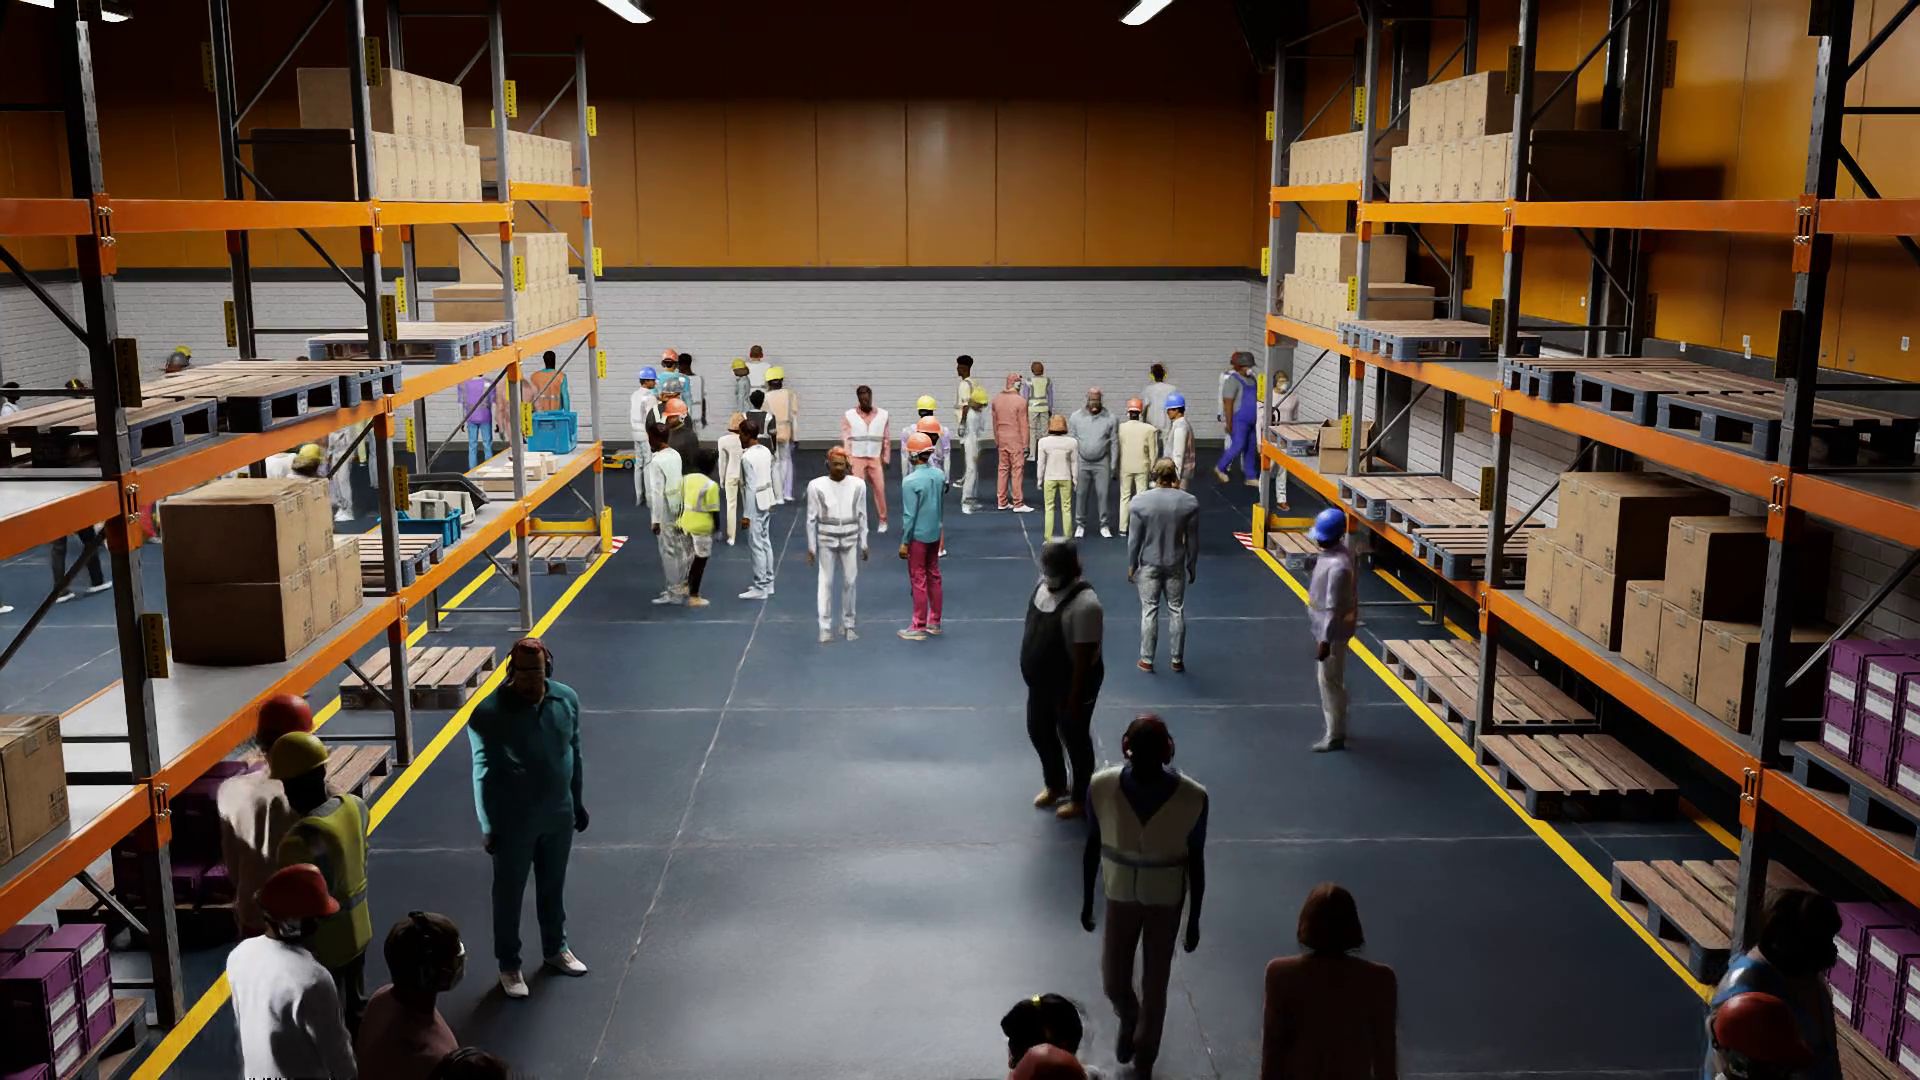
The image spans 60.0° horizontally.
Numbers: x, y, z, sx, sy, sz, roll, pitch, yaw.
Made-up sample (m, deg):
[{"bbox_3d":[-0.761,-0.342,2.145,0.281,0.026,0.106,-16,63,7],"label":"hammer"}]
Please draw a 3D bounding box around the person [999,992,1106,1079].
[{"bbox_3d":[0.380,2.230,5.008,0.852,1.834,0.514,3,12,13],"label":"person"}]

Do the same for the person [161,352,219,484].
[{"bbox_3d":[-11.421,-1.794,24.627,0.688,2.000,0.793,7,13,32],"label":"person"}]

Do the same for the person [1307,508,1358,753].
[{"bbox_3d":[2.824,0.665,12.678,0.377,1.910,0.777,2,11,9],"label":"person"}]

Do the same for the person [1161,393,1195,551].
[{"bbox_3d":[2.592,-0.785,19.850,0.420,1.932,0.623,2,11,9],"label":"person"}]

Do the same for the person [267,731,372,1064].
[{"bbox_3d":[-2.746,1.750,7.167,0.381,1.917,0.585,2,11,8],"label":"person"}]

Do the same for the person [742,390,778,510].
[{"bbox_3d":[-2.736,-1.188,22.529,0.538,1.662,0.448,-1,11,-5],"label":"person"}]

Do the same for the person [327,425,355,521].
[{"bbox_3d":[-8.246,-1.123,22.106,0.398,1.708,0.601,-11,16,-44],"label":"person"}]

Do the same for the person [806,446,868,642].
[{"bbox_3d":[-1.169,0.035,15.855,0.586,1.883,0.339,-3,12,-13],"label":"person"}]

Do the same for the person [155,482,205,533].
[{"bbox_3d":[-8.150,-0.296,17.372,0.371,1.939,0.543,8,14,36],"label":"person"}]

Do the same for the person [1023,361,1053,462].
[{"bbox_3d":[1.268,-2.093,27.143,0.523,1.636,0.311,-4,12,-17],"label":"person"}]

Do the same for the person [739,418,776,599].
[{"bbox_3d":[-2.150,-0.331,17.608,0.370,1.915,0.597,2,12,12],"label":"person"}]

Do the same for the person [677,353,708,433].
[{"bbox_3d":[-4.246,-1.891,25.397,0.762,1.923,0.631,8,14,36],"label":"person"}]

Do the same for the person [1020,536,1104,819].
[{"bbox_3d":[0.695,0.899,11.122,0.583,2.000,0.711,-7,13,-31],"label":"person"}]

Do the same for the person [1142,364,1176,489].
[{"bbox_3d":[2.929,-1.630,24.420,0.555,1.874,0.360,3,12,15],"label":"person"}]

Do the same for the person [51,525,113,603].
[{"bbox_3d":[-9.427,-0.315,17.629,0.591,1.872,0.848,-1,11,-3],"label":"person"}]

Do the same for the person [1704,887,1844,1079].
[{"bbox_3d":[2.823,2.073,5.778,0.523,1.824,0.644,11,15,42],"label":"person"}]

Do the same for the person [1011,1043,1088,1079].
[{"bbox_3d":[0.225,2.318,4.434,0.559,1.897,0.783,9,14,37],"label":"person"}]

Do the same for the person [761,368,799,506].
[{"bbox_3d":[-2.612,-1.457,23.292,0.613,1.893,0.799,-5,12,-24],"label":"person"}]

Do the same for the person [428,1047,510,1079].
[{"bbox_3d":[-1.303,2.305,4.691,0.624,1.804,0.682,0,11,1],"label":"person"}]

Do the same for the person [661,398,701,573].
[{"bbox_3d":[-3.174,-0.617,18.847,0.401,1.989,0.623,-9,15,-39],"label":"person"}]

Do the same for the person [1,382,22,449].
[{"bbox_3d":[-13.305,-1.382,23.427,0.317,1.695,0.540,-4,12,-18],"label":"person"}]

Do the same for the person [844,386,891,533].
[{"bbox_3d":[-1.169,-1.034,21.199,0.609,1.893,0.416,-2,11,-11],"label":"person"}]

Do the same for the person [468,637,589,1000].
[{"bbox_3d":[-2.238,1.436,8.781,0.399,1.905,0.642,11,16,43],"label":"person"}]

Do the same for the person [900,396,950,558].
[{"bbox_3d":[-0.407,-0.739,19.630,0.589,1.924,0.384,0,11,0],"label":"person"}]

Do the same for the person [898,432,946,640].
[{"bbox_3d":[-0.373,-0.039,15.944,0.381,1.994,0.613,7,13,32],"label":"person"}]

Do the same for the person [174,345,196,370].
[{"bbox_3d":[-12.433,-2.175,26.830,0.384,1.922,0.593,-4,12,-21],"label":"person"}]

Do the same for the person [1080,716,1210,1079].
[{"bbox_3d":[0.848,1.682,7.715,0.587,1.828,0.438,2,12,12],"label":"person"}]

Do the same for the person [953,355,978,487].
[{"bbox_3d":[0.089,-1.767,24.677,0.361,1.964,0.616,3,12,13],"label":"person"}]

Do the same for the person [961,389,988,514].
[{"bbox_3d":[0.213,-1.222,22.619,0.352,1.702,0.626,1,11,7],"label":"person"}]

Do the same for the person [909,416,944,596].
[{"bbox_3d":[-0.362,-0.367,17.764,0.389,1.929,0.548,0,11,-1],"label":"person"}]

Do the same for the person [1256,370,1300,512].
[{"bbox_3d":[4.327,-1.349,22.655,0.638,1.937,0.357,-3,12,-16],"label":"person"}]

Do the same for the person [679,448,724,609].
[{"bbox_3d":[-2.659,-0.114,17.125,0.422,1.663,0.558,-10,15,-42],"label":"person"}]

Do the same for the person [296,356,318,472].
[{"bbox_3d":[-10.133,-1.938,25.838,0.333,1.845,0.515,8,14,35],"label":"person"}]

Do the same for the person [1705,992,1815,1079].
[{"bbox_3d":[2.413,2.227,5.181,0.327,1.753,0.563,10,15,40],"label":"person"}]

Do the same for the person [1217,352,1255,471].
[{"bbox_3d":[4.341,-2.021,26.162,0.587,1.882,0.342,0,11,-2],"label":"person"}]

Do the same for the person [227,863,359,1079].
[{"bbox_3d":[-2.492,2.036,6.270,0.568,1.739,0.574,8,14,36],"label":"person"}]

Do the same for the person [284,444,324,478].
[{"bbox_3d":[-6.742,-0.139,17.160,0.371,1.722,0.576,7,13,33],"label":"person"}]

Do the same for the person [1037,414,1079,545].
[{"bbox_3d":[1.188,-0.715,20.243,0.509,1.631,0.268,0,11,-2],"label":"person"}]

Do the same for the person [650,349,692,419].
[{"bbox_3d":[-4.280,-1.813,24.719,0.616,2.040,0.382,0,11,-2],"label":"person"}]

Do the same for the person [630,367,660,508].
[{"bbox_3d":[-4.329,-1.421,23.002,0.402,1.944,0.605,-9,14,-37],"label":"person"}]

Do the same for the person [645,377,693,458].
[{"bbox_3d":[-3.546,-1.024,20.769,0.682,2.000,0.537,7,13,31],"label":"person"}]

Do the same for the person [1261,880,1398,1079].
[{"bbox_3d":[1.368,2.084,6.235,0.508,1.614,0.554,4,12,18],"label":"person"}]

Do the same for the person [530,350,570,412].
[{"bbox_3d":[-6.369,-1.989,25.915,0.598,1.917,0.378,1,11,6],"label":"person"}]

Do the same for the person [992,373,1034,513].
[{"bbox_3d":[0.731,-1.324,22.624,0.409,1.903,0.638,-10,15,-42],"label":"person"}]

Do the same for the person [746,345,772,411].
[{"bbox_3d":[-3.396,-2.337,27.847,0.575,1.841,0.375,0,11,-2],"label":"person"}]

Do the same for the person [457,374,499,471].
[{"bbox_3d":[-7.226,-1.812,25.008,0.595,1.923,0.374,0,11,-2],"label":"person"}]

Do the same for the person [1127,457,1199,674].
[{"bbox_3d":[1.798,0.230,14.760,0.643,1.933,0.374,-1,11,-3],"label":"person"}]

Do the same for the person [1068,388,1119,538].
[{"bbox_3d":[1.656,-0.960,20.821,0.643,1.898,0.394,1,11,7],"label":"person"}]

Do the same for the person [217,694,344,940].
[{"bbox_3d":[-3.028,1.637,7.628,0.621,1.951,0.969,0,11,-1],"label":"person"}]

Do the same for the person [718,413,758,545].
[{"bbox_3d":[-2.708,-0.746,20.398,0.500,1.633,0.279,-1,11,-3],"label":"person"}]

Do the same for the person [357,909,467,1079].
[{"bbox_3d":[-1.730,2.112,5.341,0.379,1.931,0.628,-6,13,-28],"label":"person"}]

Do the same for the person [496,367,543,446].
[{"bbox_3d":[-6.489,-1.680,24.586,0.674,1.848,0.995,-4,12,-20],"label":"person"}]

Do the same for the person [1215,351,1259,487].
[{"bbox_3d":[4.201,-1.810,24.709,0.663,2.000,0.687,11,15,43],"label":"person"}]

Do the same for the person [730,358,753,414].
[{"bbox_3d":[-3.499,-2.049,26.686,0.327,1.730,0.496,1,11,3],"label":"person"}]

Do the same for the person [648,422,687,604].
[{"bbox_3d":[-3.055,-0.284,17.408,0.387,1.908,0.584,2,11,9],"label":"person"}]

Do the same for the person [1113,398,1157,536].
[{"bbox_3d":[2.191,-0.919,20.963,0.571,1.751,0.329,0,11,1],"label":"person"}]
